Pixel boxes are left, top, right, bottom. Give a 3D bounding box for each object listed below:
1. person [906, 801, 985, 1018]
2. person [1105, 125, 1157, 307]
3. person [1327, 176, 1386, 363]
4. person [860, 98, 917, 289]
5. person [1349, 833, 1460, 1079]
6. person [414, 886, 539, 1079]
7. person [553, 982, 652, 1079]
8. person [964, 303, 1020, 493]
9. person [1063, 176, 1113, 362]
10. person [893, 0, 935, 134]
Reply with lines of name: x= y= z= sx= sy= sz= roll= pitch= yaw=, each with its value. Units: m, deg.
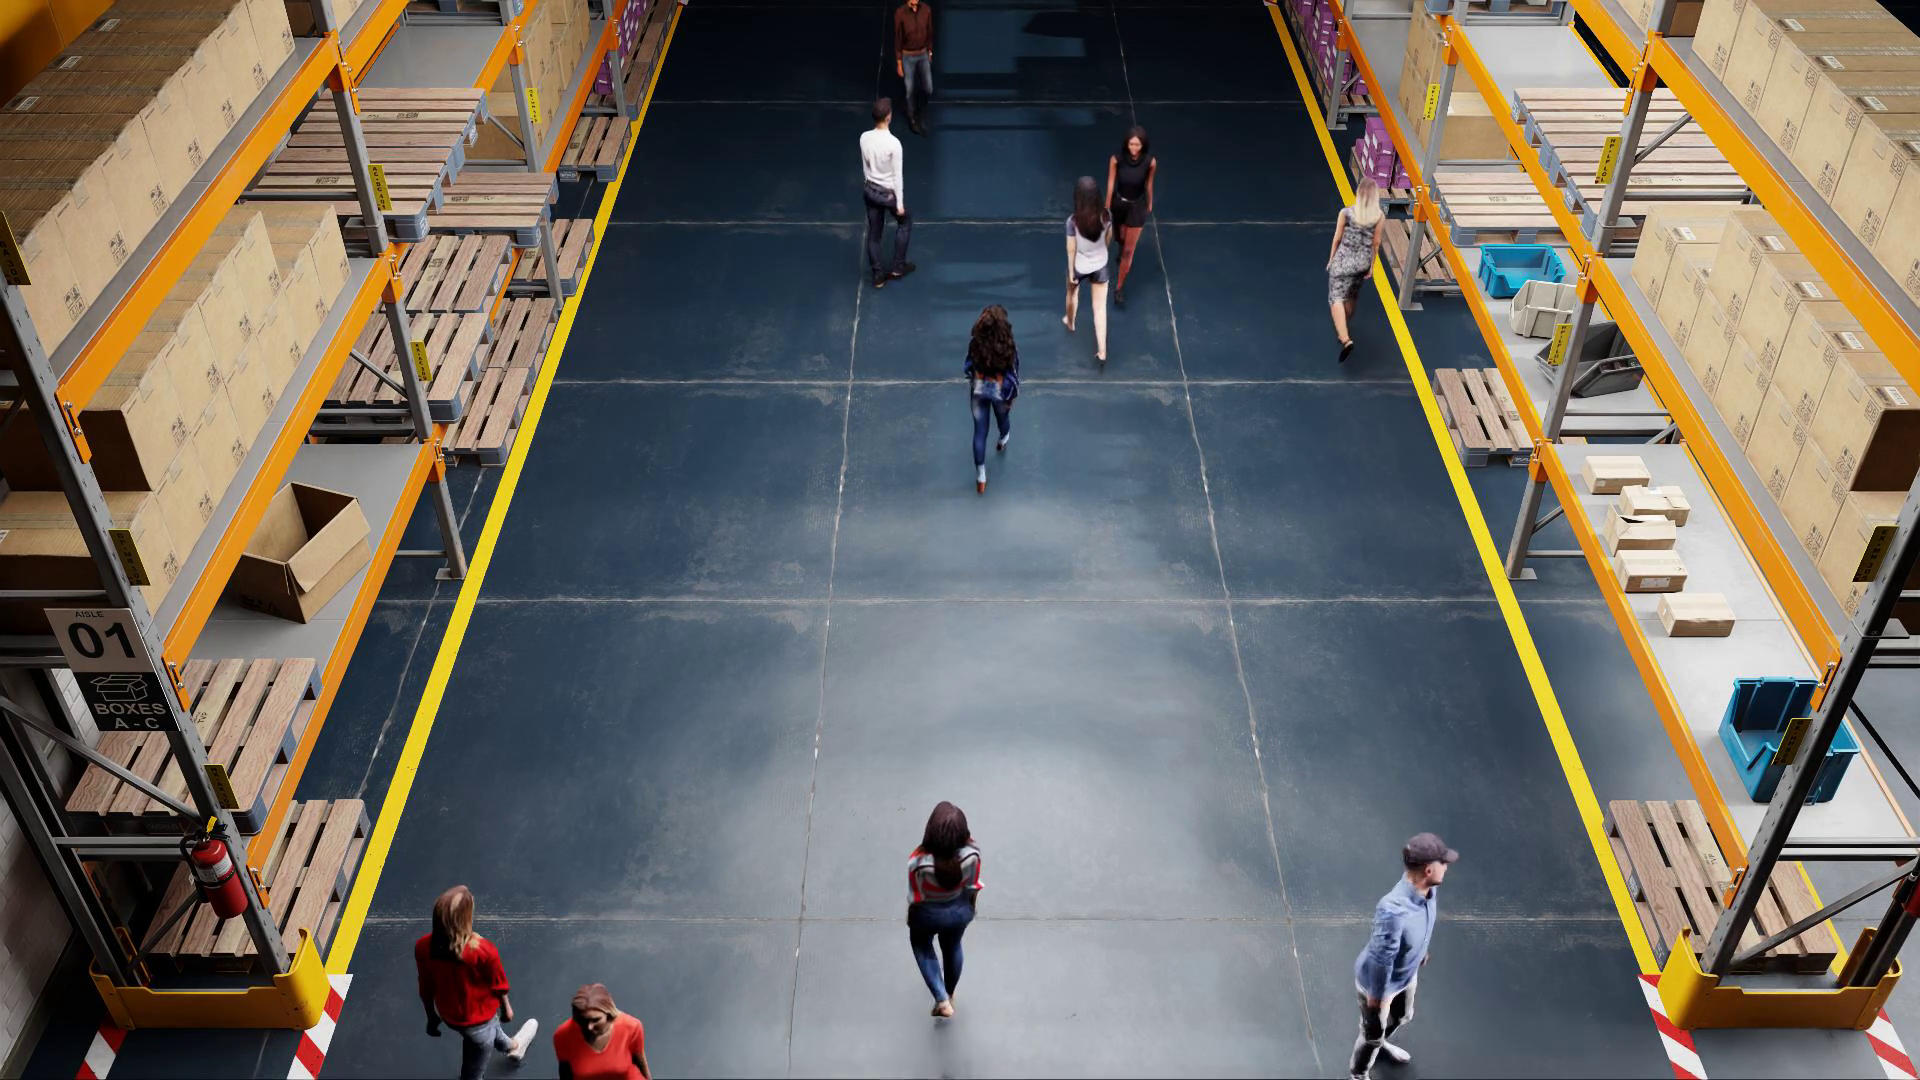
person: x=-0.072 y=2.107 z=9.198 sx=0.704 sy=1.602 sz=0.763 roll=-12 pitch=40 yaw=-15
person: x=1.594 y=-3.136 z=15.682 sx=0.718 sy=1.703 sz=1.211 roll=7 pitch=39 yaw=9
person: x=3.479 y=-2.370 z=14.740 sx=0.594 sy=1.682 sz=1.001 roll=-1 pitch=39 yaw=-1
person: x=-0.773 y=-3.218 z=15.664 sx=0.843 sy=1.854 sz=0.919 roll=21 pitch=43 yaw=24
person: x=2.272 y=2.282 z=8.766 sx=0.771 sy=1.868 sz=0.821 roll=-18 pitch=42 yaw=-21
person: x=-2.575 y=2.548 z=8.613 sx=0.864 sy=1.644 sz=1.261 roll=8 pitch=39 yaw=10
person: x=-1.756 y=2.716 z=8.370 sx=0.683 sy=1.683 sz=0.905 roll=-7 pitch=39 yaw=-8
person: x=0.228 y=-1.112 z=13.250 sx=0.756 sy=1.574 sz=1.077 roll=6 pitch=39 yaw=8
person: x=1.169 y=-2.374 z=14.761 sx=0.784 sy=1.662 sz=1.204 roll=-7 pitch=39 yaw=-9
person: x=-0.551 y=-5.376 z=18.436 sx=0.746 sy=1.767 sz=0.729 roll=-15 pitch=41 yaw=-18
